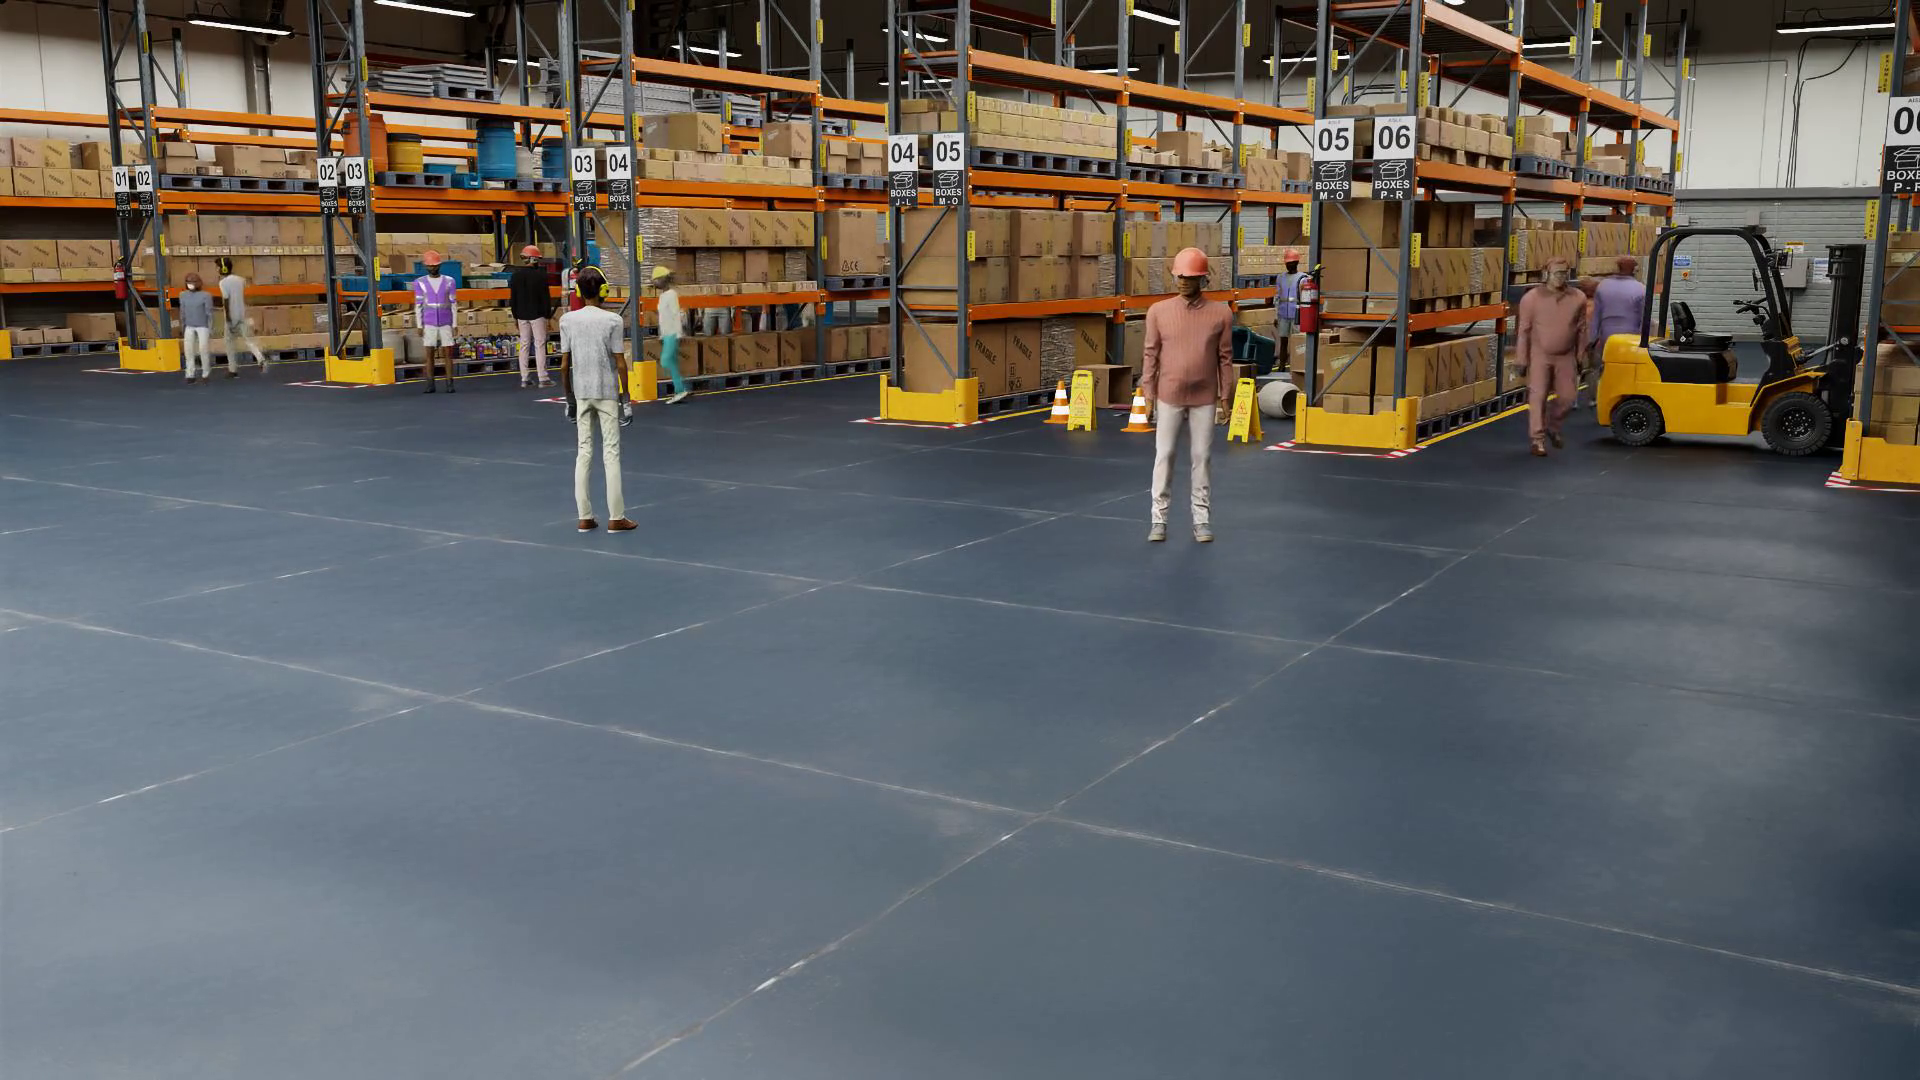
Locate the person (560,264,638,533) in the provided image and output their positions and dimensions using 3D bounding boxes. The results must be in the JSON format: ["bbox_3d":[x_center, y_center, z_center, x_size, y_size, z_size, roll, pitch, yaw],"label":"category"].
[{"bbox_3d":[-2.536,-0.980,11.654,0.514,1.873,0.328,2,10,12],"label":"person"}]

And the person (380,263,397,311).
[{"bbox_3d":[-11.080,-4.526,32.186,0.497,1.632,0.289,7,12,33],"label":"person"}]

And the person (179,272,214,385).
[{"bbox_3d":[-10.923,-3.004,23.707,0.536,1.604,0.640,0,10,0],"label":"person"}]

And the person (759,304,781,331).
[{"bbox_3d":[-3.307,-4.006,28.768,0.510,1.820,0.957,4,11,21],"label":"person"}]

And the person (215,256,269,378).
[{"bbox_3d":[-10.788,-3.319,24.865,0.800,1.834,0.551,4,11,23],"label":"person"}]

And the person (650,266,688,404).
[{"bbox_3d":[-3.665,-2.571,20.937,0.403,1.727,0.586,-5,11,-26],"label":"person"}]

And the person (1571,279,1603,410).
[{"bbox_3d":[7.643,-2.386,20.318,0.534,1.586,0.877,6,12,29],"label":"person"}]

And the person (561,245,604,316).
[{"bbox_3d":[-5.620,-3.397,24.768,0.626,2.029,0.474,0,10,1],"label":"person"}]

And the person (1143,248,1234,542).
[{"bbox_3d":[1.547,-0.973,11.275,0.612,1.991,0.392,1,10,4],"label":"person"}]

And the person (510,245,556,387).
[{"bbox_3d":[-6.019,-3.140,23.419,0.612,1.990,0.392,4,11,19],"label":"person"}]

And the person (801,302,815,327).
[{"bbox_3d":[-2.546,-3.814,28.283,0.508,1.599,0.803,7,13,36],"label":"person"}]

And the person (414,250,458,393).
[{"bbox_3d":[-7.072,-2.941,22.499,0.545,1.927,0.394,-3,11,-18],"label":"person"}]

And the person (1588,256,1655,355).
[{"bbox_3d":[7.606,-2.288,18.965,0.939,1.867,0.676,-9,13,-41],"label":"person"}]

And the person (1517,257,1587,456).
[{"bbox_3d":[5.643,-1.744,15.879,0.663,1.896,0.443,0,10,2],"label":"person"}]

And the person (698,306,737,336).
[{"bbox_3d":[-3.683,-3.440,25.289,0.625,1.931,0.375,0,10,1],"label":"person"}]

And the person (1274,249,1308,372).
[{"bbox_3d":[4.901,-3.330,24.629,0.549,1.936,0.377,7,12,35],"label":"person"}]
